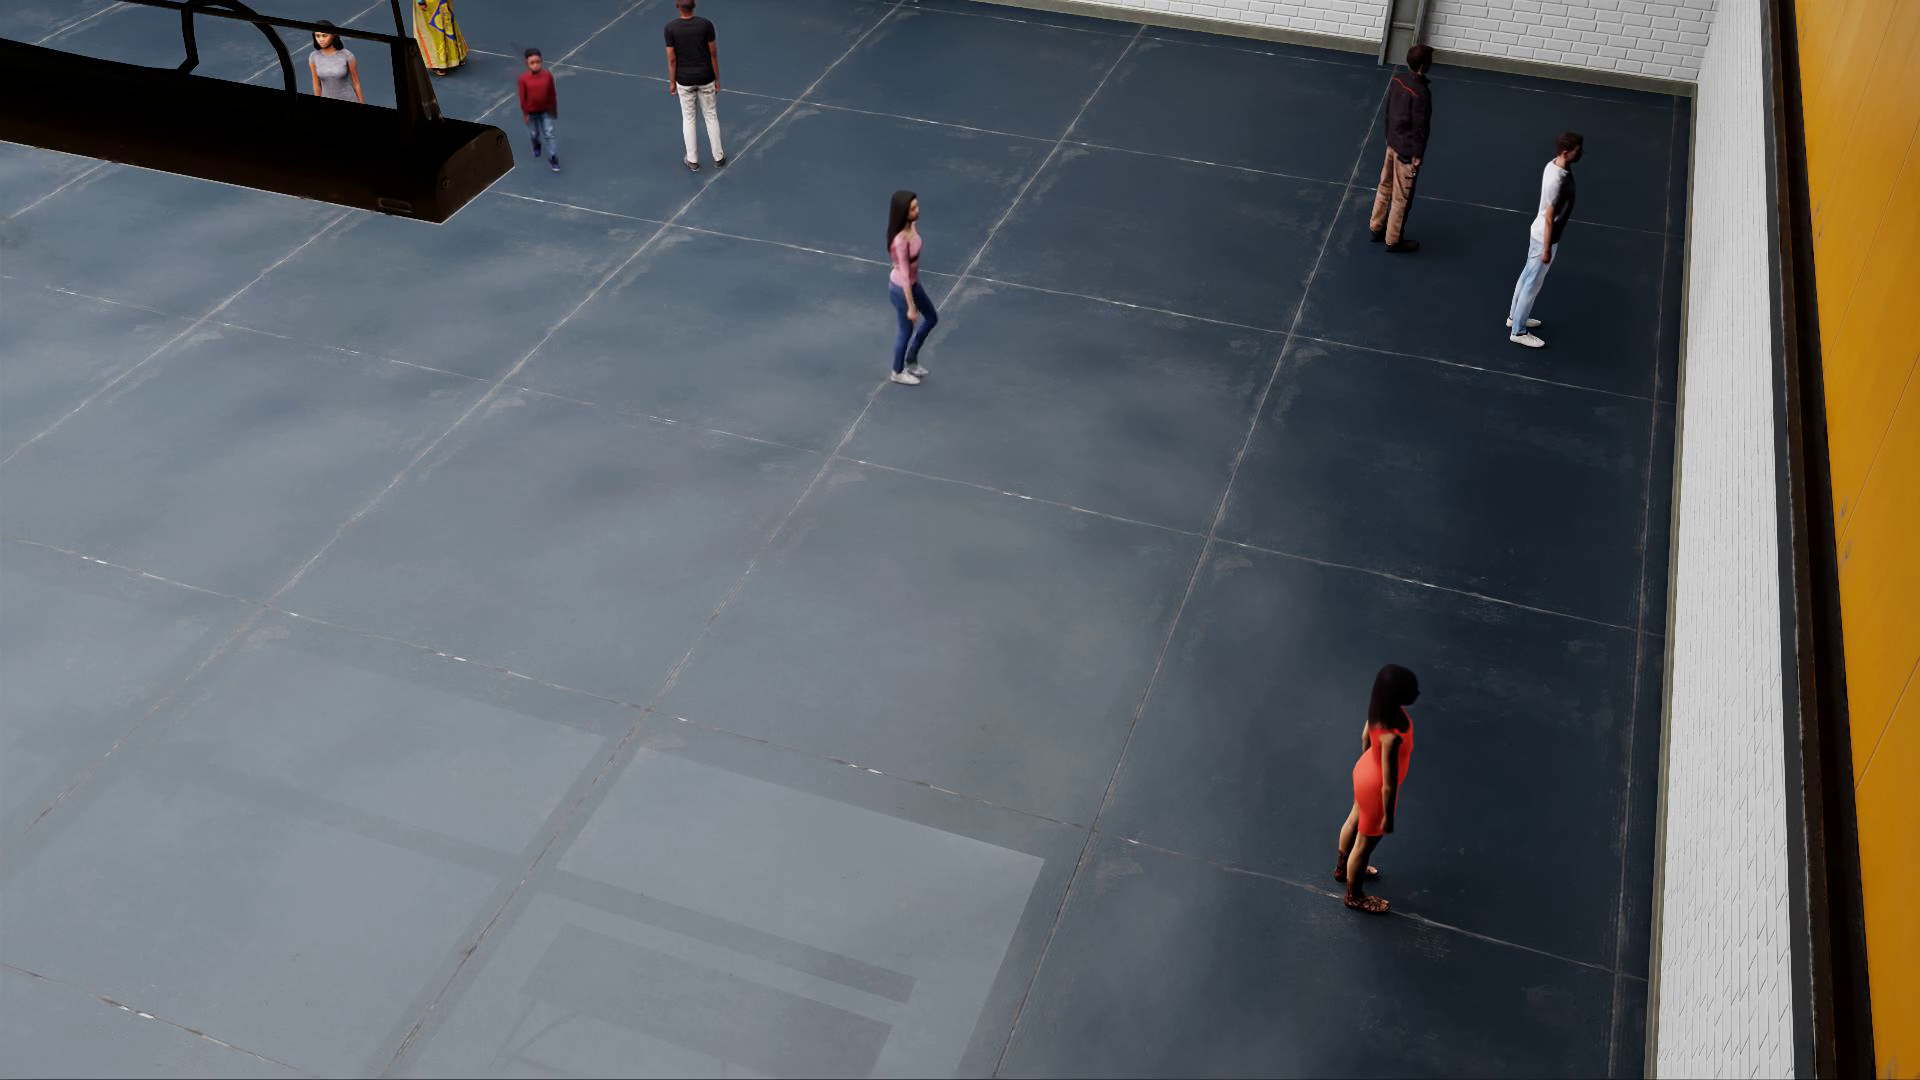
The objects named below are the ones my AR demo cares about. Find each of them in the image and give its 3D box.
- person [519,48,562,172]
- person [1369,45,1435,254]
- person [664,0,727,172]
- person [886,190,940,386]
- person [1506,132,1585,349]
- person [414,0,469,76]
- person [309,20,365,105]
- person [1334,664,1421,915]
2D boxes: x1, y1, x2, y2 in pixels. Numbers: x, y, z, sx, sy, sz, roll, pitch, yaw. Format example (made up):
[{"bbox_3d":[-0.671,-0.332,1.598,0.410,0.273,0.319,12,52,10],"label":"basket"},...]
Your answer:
[{"bbox_3d":[-4.194,-4.305,16.530,0.743,1.242,0.782,-13,40,-16],"label":"person"},{"bbox_3d":[4.013,-3.543,15.029,0.836,1.925,0.794,-13,41,-16],"label":"person"},{"bbox_3d":[-2.603,-4.506,16.331,0.728,1.805,0.825,-8,39,-10],"label":"person"},{"bbox_3d":[-0.500,-2.005,13.257,0.633,1.731,0.624,9,39,11],"label":"person"},{"bbox_3d":[4.850,-2.519,13.805,0.561,1.851,0.661,9,40,11],"label":"person"},{"bbox_3d":[-5.804,-5.994,18.310,0.800,1.660,0.878,17,42,21],"label":"person"},{"bbox_3d":[-5.855,-4.058,15.788,0.614,1.781,0.726,-6,39,-8],"label":"person"},{"bbox_3d":[2.267,1.343,9.076,0.639,1.718,0.657,0,39,0],"label":"person"}]
